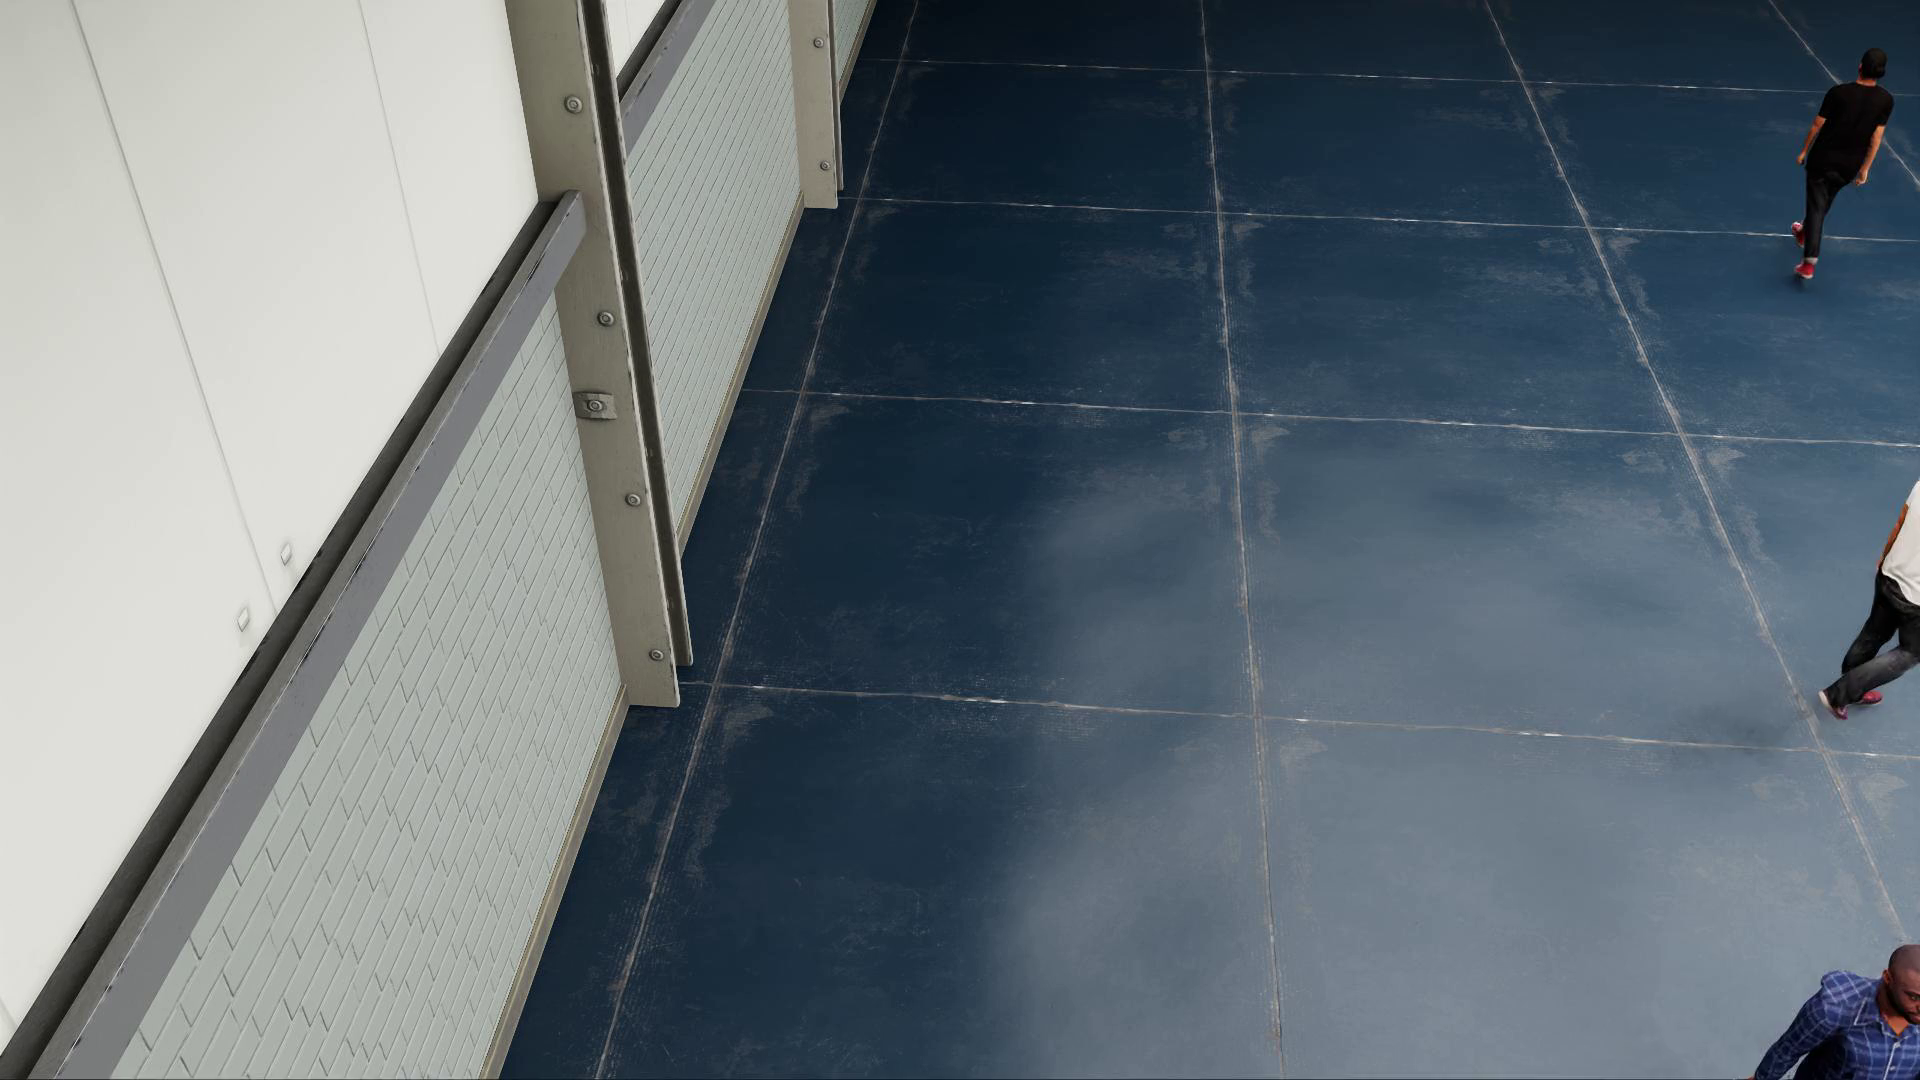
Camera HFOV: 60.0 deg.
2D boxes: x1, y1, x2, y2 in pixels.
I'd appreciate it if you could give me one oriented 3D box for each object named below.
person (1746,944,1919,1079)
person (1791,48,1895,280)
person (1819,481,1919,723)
[{"bbox_3d":[3.265,2.055,6.250,0.777,1.771,1.180,-1,38,-1],"label":"person"},{"bbox_3d":[6.569,-2.785,12.482,0.669,1.716,1.173,6,38,8],"label":"person"},{"bbox_3d":[4.808,0.246,8.549,0.849,1.788,0.811,-9,39,-11],"label":"person"}]
